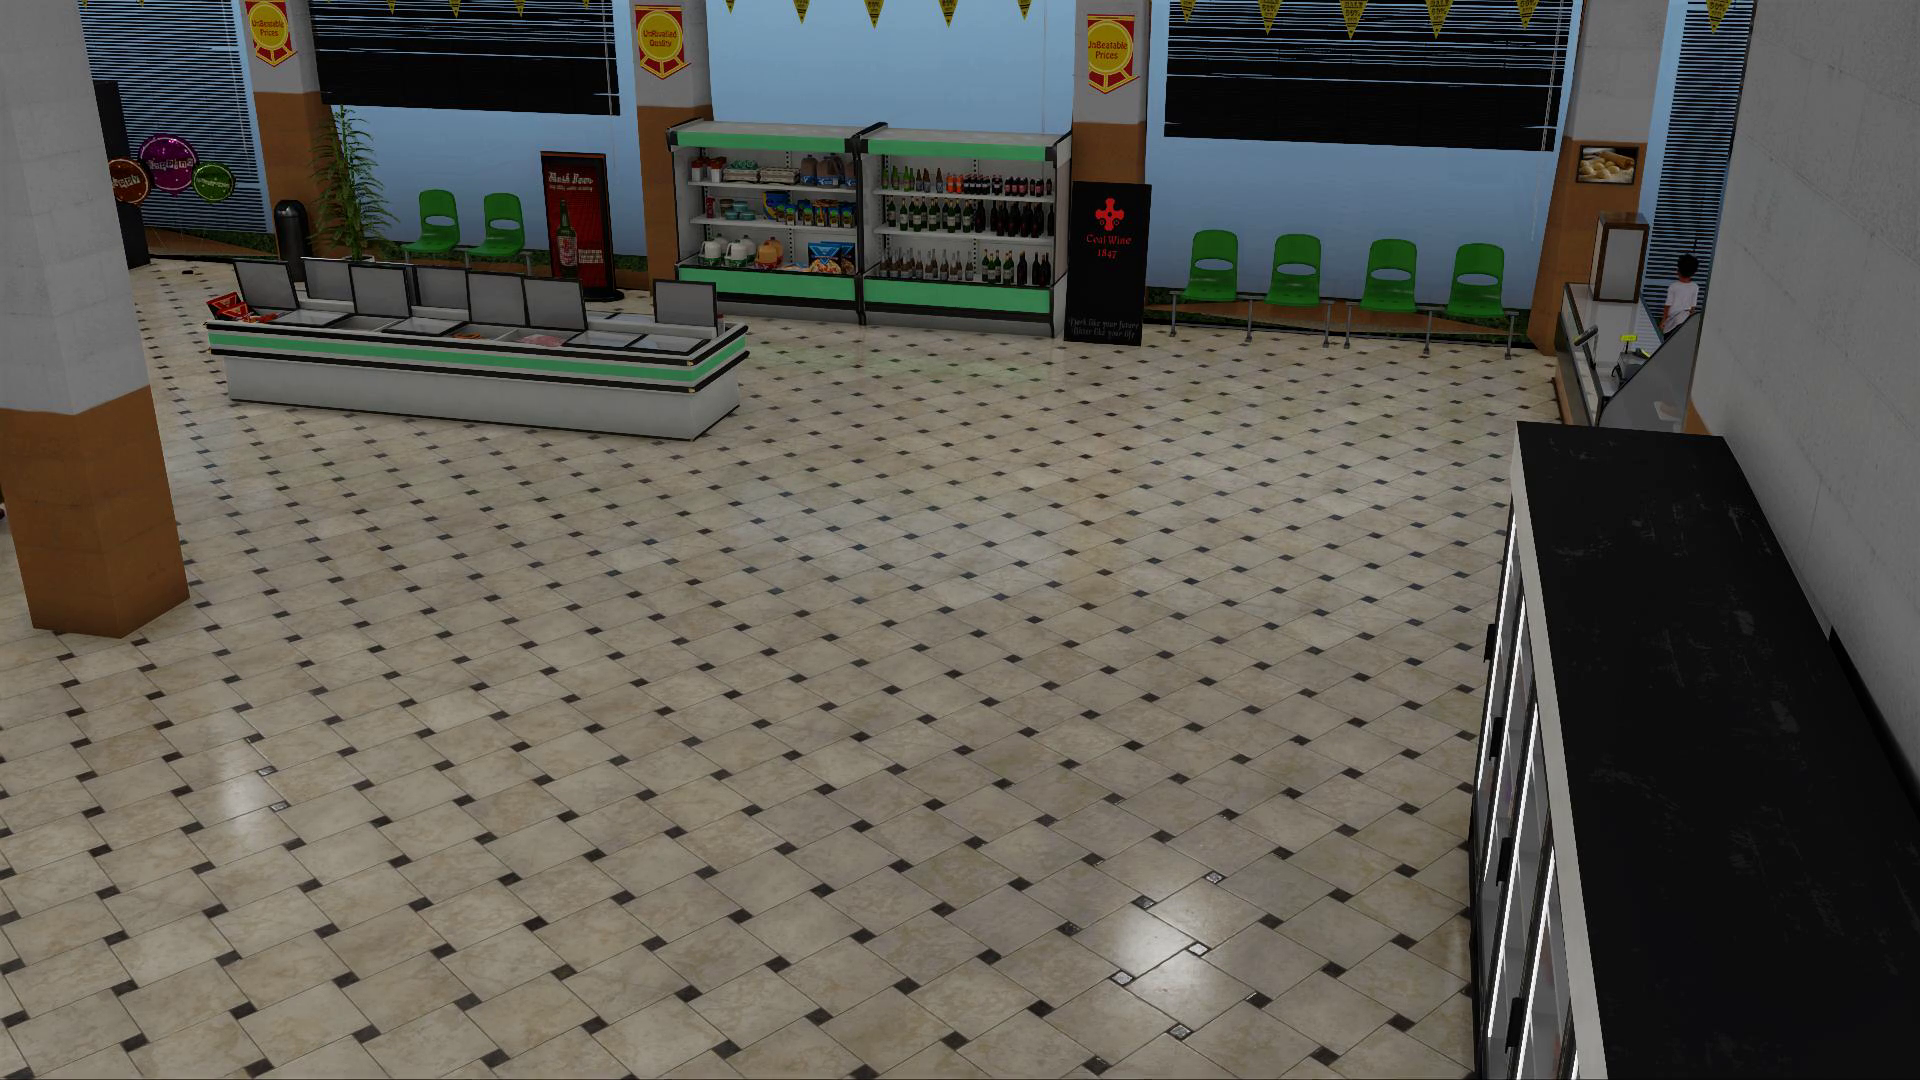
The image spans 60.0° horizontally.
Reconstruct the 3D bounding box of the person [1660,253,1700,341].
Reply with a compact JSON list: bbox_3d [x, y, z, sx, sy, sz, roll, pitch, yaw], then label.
[{"bbox_3d":[7.107,-2.203,16.449,0.535,1.262,0.620,-3,22,-7],"label":"person"}]
